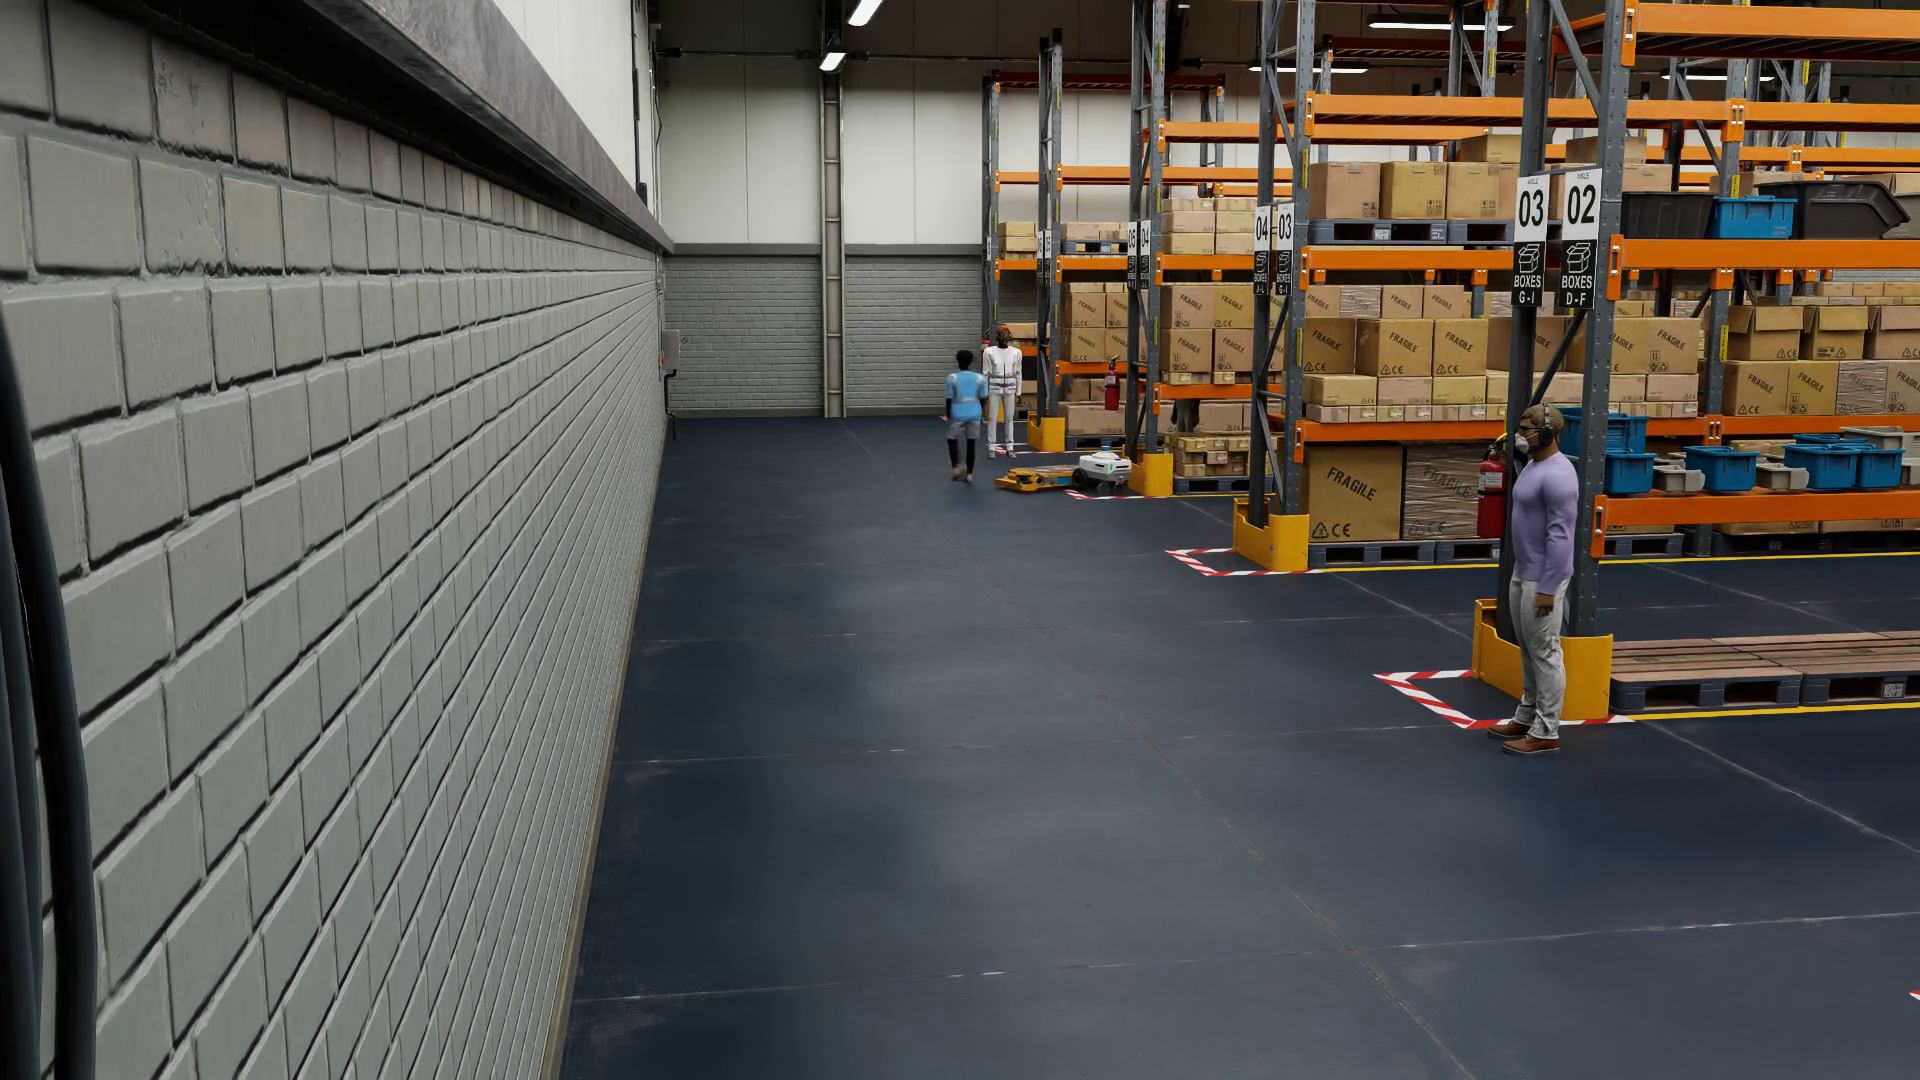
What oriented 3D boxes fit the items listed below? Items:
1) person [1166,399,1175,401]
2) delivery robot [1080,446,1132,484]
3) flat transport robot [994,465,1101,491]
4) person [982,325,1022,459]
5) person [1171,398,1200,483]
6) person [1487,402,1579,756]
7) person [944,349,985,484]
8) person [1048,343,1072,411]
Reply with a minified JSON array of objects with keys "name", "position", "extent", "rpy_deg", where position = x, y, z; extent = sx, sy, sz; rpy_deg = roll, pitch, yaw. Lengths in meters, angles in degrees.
[{"name":"person","position":[3.368,-2.658,26.540],"extent":[0.947,2.000,0.703],"rpy_deg":[-2,10,-15]},{"name":"delivery robot","position":[1.738,-0.880,19.857],"extent":[0.477,0.478,0.707],"rpy_deg":[-5,11,-30]},{"name":"flat transport robot","position":[1.193,-0.775,20.374],"extent":[1.431,0.197,0.652],"rpy_deg":[-5,11,-30]},{"name":"person","position":[0.596,-2.082,23.473],"extent":[0.575,1.884,0.355],"rpy_deg":[-2,9,-10]},{"name":"person","position":[2.790,-1.602,20.596],"extent":[0.332,1.860,0.511],"rpy_deg":[-4,10,-26]},{"name":"person","position":[3.173,0.213,9.151],"extent":[0.365,1.939,0.636],"rpy_deg":[1,9,5]},{"name":"person","position":[0.060,-1.534,20.695],"extent":[0.544,1.687,0.354],"rpy_deg":[-3,10,-15]},{"name":"person","position":[1.631,-2.480,25.870],"extent":[0.904,1.908,0.645],"rpy_deg":[-3,10,-17]}]
